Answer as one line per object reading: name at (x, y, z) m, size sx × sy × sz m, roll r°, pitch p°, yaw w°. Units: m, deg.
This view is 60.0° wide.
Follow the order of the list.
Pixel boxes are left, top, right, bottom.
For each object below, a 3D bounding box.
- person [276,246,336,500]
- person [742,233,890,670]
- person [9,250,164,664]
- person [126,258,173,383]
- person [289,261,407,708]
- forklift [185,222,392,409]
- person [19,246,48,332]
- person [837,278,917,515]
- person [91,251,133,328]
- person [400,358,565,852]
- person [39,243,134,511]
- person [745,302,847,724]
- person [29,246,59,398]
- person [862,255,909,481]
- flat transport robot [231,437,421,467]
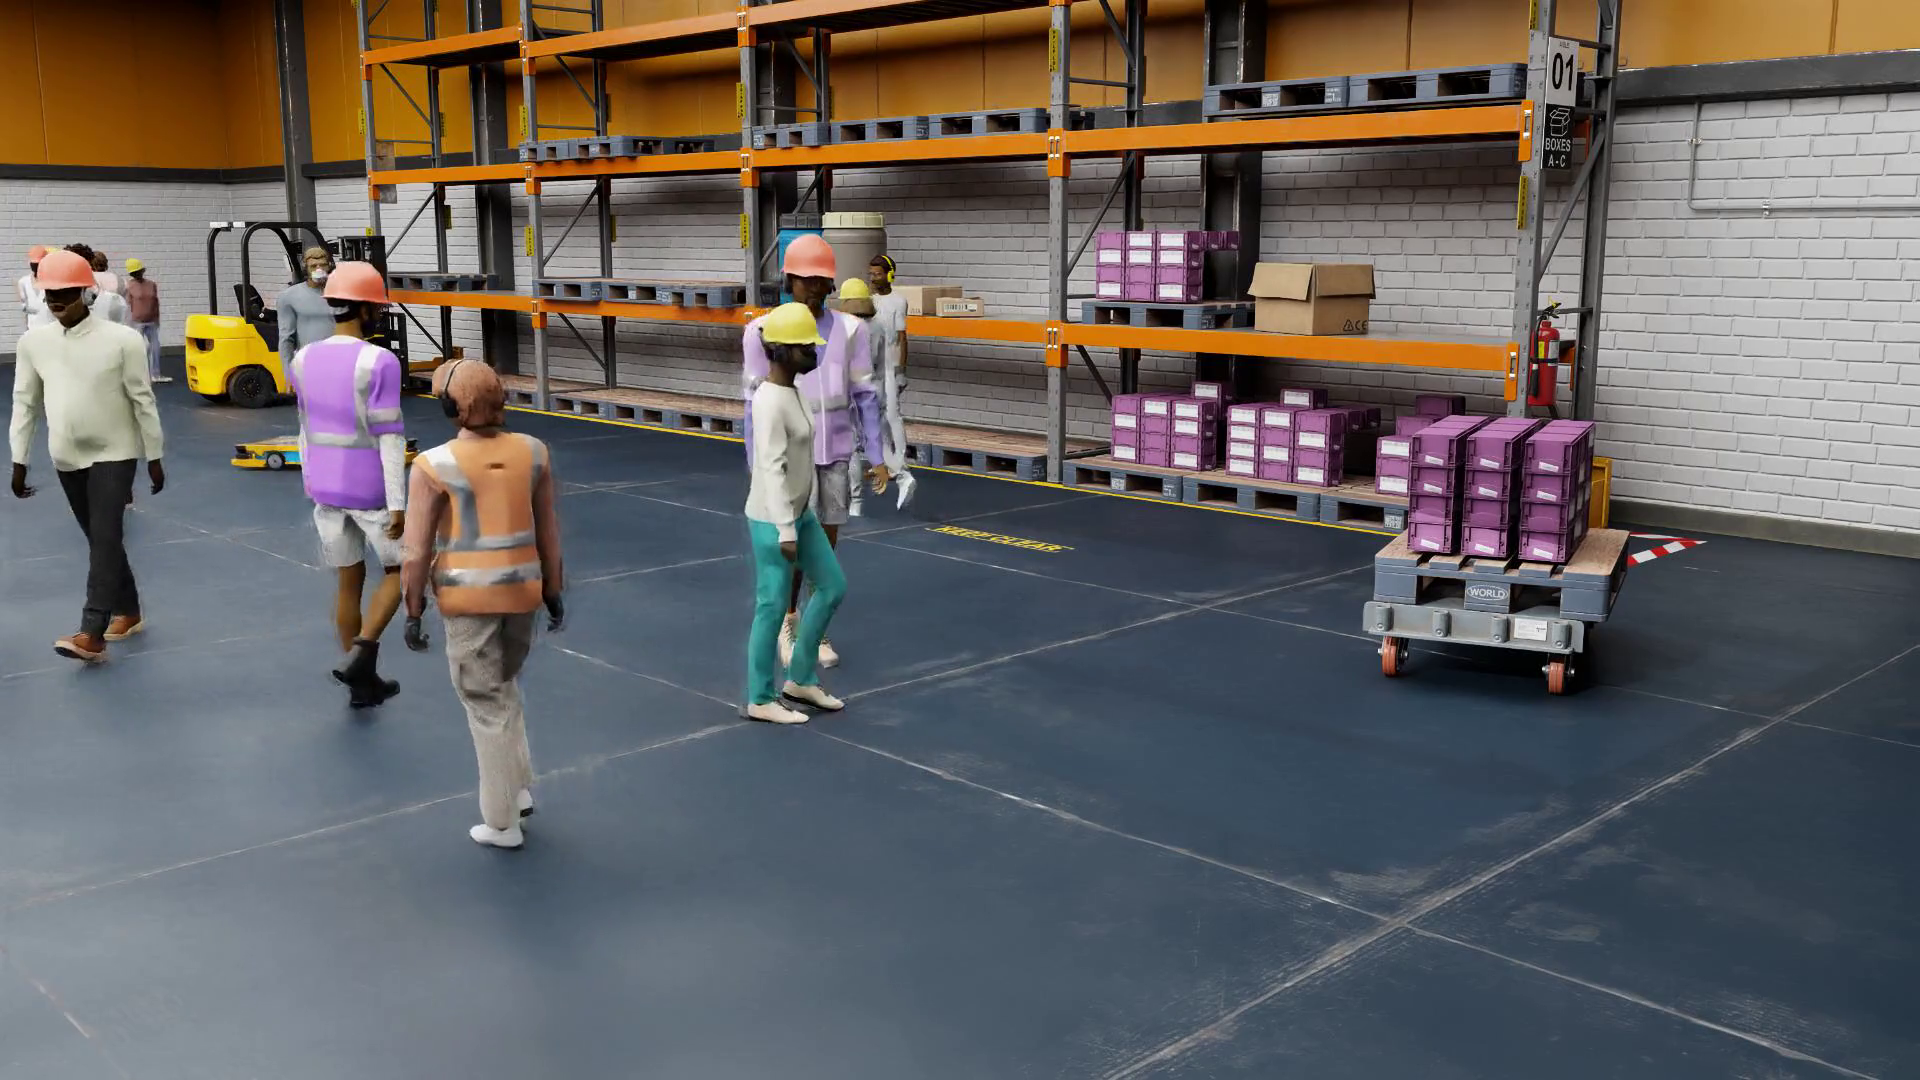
person at (-4.905, -1.284, 12.827) m, size 0.633 × 1.939 × 0.368 m, roll -7°, pitch 12°, yaw -33°
person at (-0.649, -0.390, 7.703) m, size 0.625 × 2.024 × 0.492 m, roll -5°, pitch 12°, yaw -27°
person at (-4.230, -0.399, 7.983) m, size 0.657 × 1.939 × 1.002 m, roll 0°, pitch 10°, yaw 3°
person at (-10.956, -2.920, 22.335) m, size 0.445 × 1.721 × 0.620 m, roll 6°, pitch 12°, yaw 29°
person at (-2.570, -0.212, 7.062) m, size 0.539 × 1.917 × 0.503 m, roll 3°, pitch 11°, yaw 16°
forklift at (-8.169, -2.758, 20.163) m, size 2.313 × 2.155 × 1.214 m, roll -10°, pitch 14°, yaw -44°
person at (-10.588, -2.429, 19.186) m, size 0.564 × 1.885 × 1.008 m, roll -1°, pitch 10°, yaw -4°
person at (-0.641, -1.006, 11.912) m, size 0.613 × 1.723 × 0.484 m, roll 8°, pitch 13°, yaw 36°
person at (-9.863, -2.396, 19.156) m, size 0.631 × 1.843 × 0.429 m, roll -10°, pitch 14°, yaw -42°
person at (-1.592, 0.214, 5.491) m, size 0.456 × 1.619 × 0.547 m, roll 9°, pitch 13°, yaw 39°
person at (-6.388, -1.185, 12.209) m, size 0.612 × 1.963 × 0.361 m, roll -10°, pitch 14°, yaw -44°
person at (-0.663, -0.094, 6.837) m, size 0.516 × 1.747 × 0.554 m, roll 2°, pitch 11°, yaw 9°
person at (-11.411, -2.733, 20.875) m, size 0.588 × 1.891 × 0.900 m, roll -3°, pitch 11°, yaw -14°
person at (-0.615, -1.415, 13.769) m, size 0.320 × 1.860 × 0.519 m, roll -7°, pitch 12°, yaw -34°
flat transport robot at (-5.551, -0.775, 14.597) m, size 1.431 × 0.197 × 0.652 m, roll 1°, pitch 10°, yaw 5°
